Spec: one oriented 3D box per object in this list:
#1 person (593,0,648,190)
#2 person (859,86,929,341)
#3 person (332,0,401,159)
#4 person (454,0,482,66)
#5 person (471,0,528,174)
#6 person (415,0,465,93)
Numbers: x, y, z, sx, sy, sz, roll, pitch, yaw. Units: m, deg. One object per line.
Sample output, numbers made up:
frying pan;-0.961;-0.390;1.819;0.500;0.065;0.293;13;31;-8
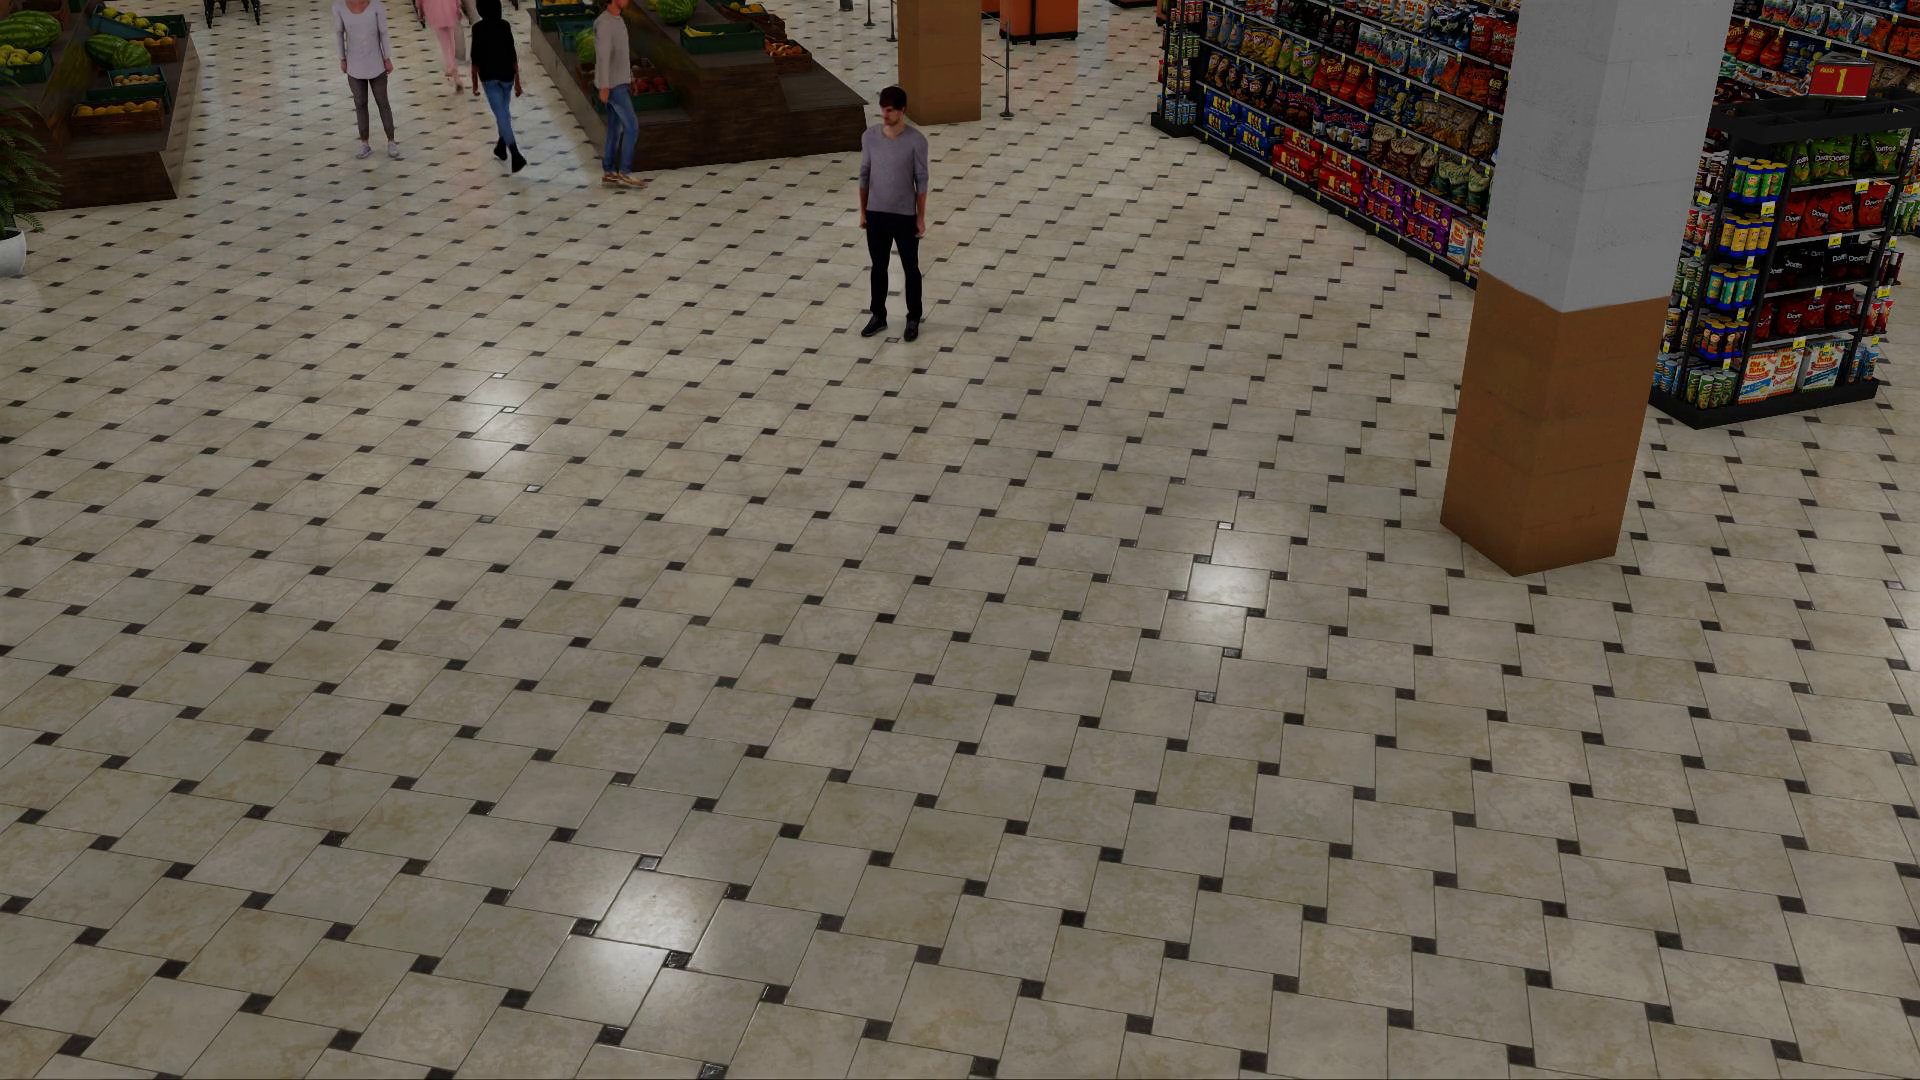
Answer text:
person;-3.263;-4.167;15.272;0.869;1.871;0.765;3;29;5
person;-0.476;-2.361;11.997;0.733;1.841;0.760;9;30;16
person;-5.808;-4.680;16.245;0.707;1.840;0.625;-4;29;-8
person;-5.977;-6.645;19.822;0.766;1.861;0.724;-25;37;-38
person;-4.341;-4.297;15.736;0.789;1.657;1.237;-18;34;-30
person;-5.756;-5.859;18.485;0.768;1.764;1.056;-15;32;-26
